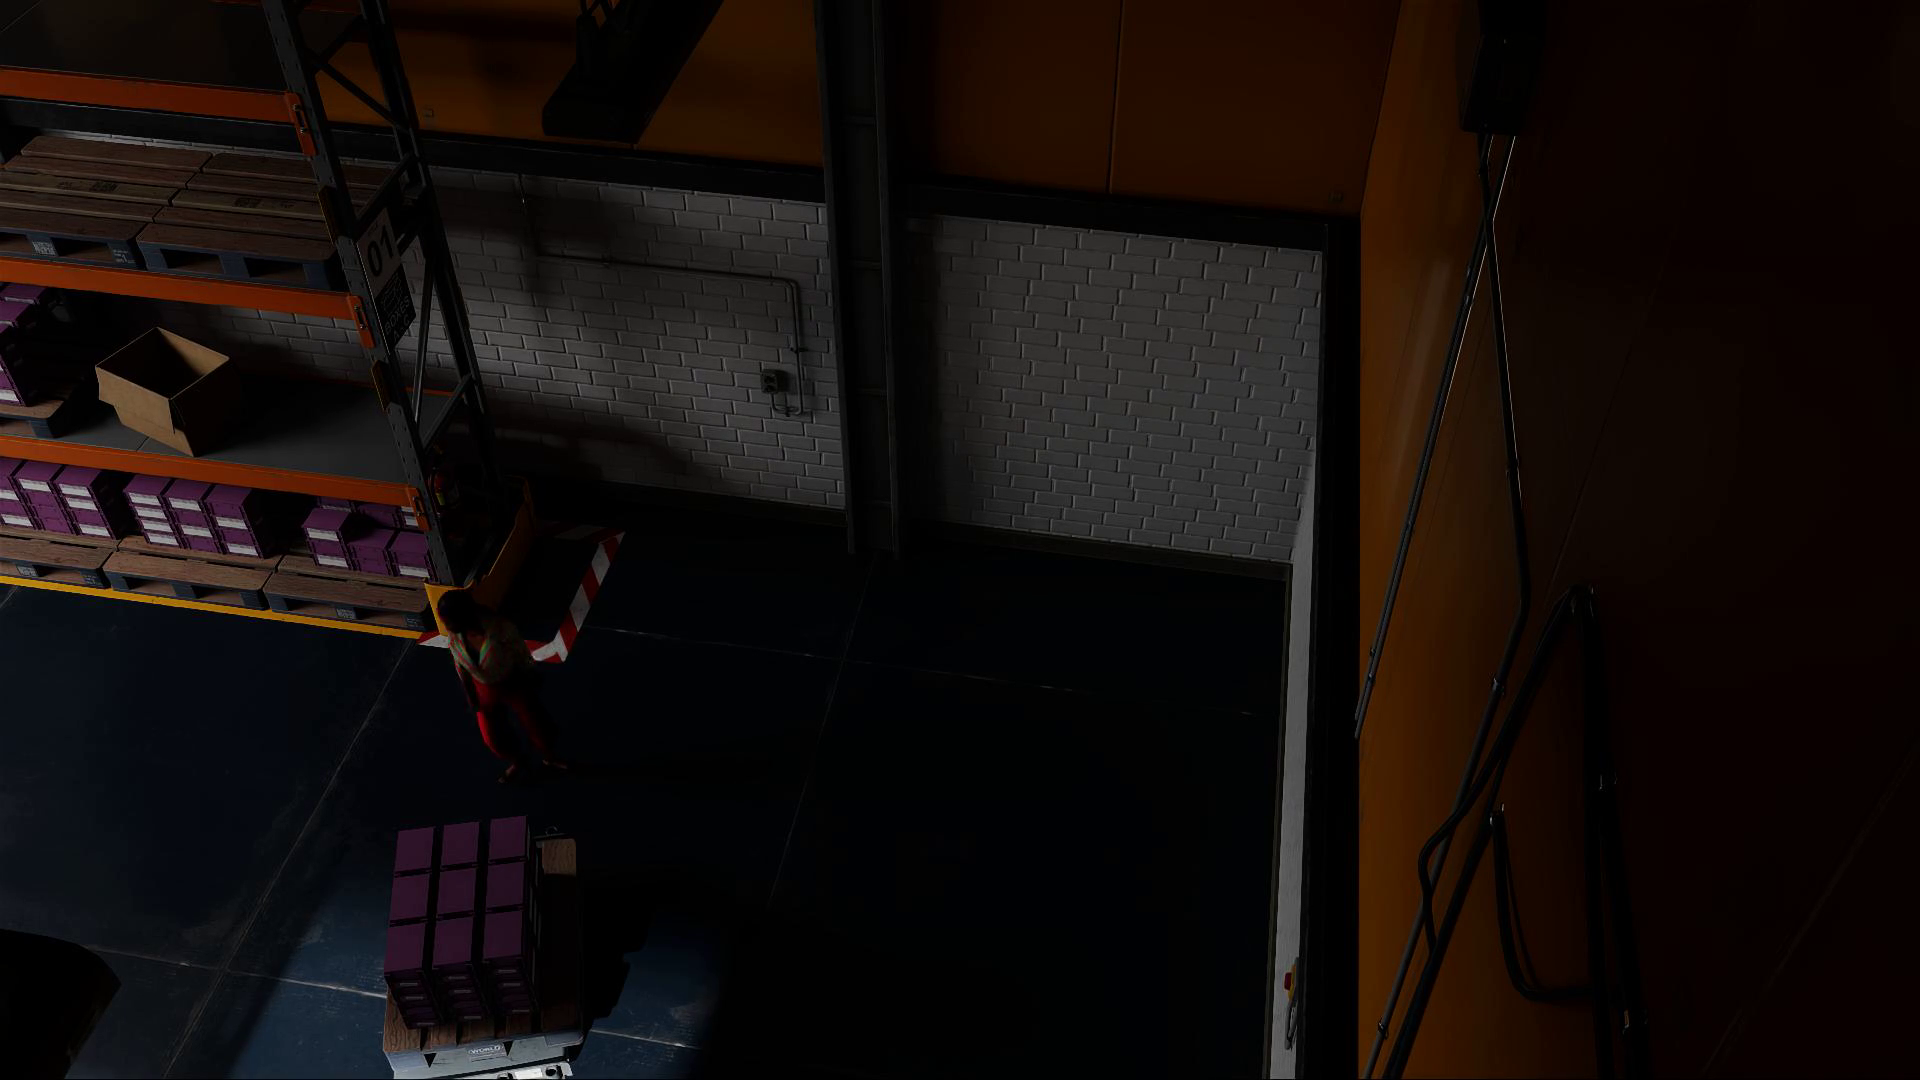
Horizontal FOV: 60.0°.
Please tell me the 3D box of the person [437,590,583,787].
[{"bbox_3d":[-2.697,0.885,10.072,0.610,1.768,0.839,-11,45,-11],"label":"person"}]
